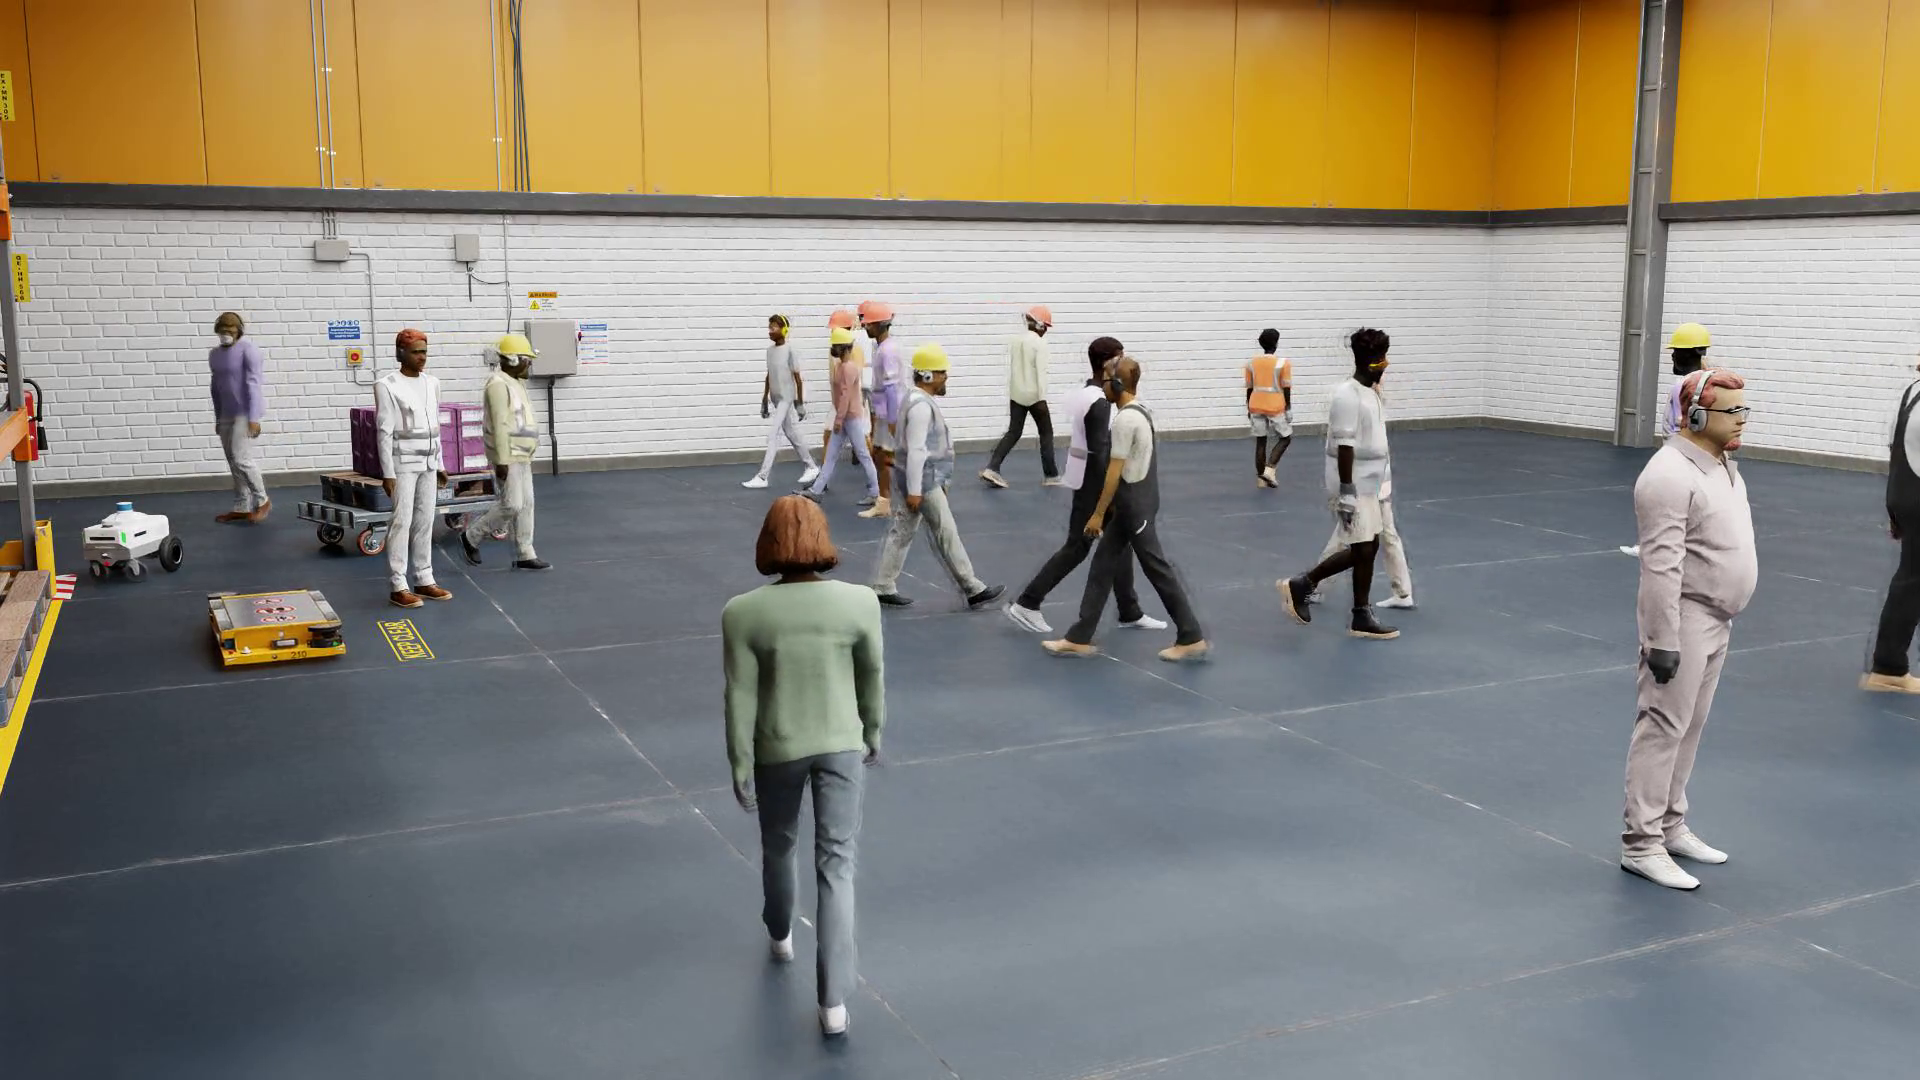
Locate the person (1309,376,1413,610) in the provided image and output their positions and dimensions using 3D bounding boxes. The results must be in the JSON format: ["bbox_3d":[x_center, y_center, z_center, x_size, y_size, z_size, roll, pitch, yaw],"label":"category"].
[{"bbox_3d":[2.648,-0.318,11.150,0.884,1.581,0.549,3,10,21],"label":"person"}]

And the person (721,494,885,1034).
[{"bbox_3d":[-0.479,0.648,5.169,0.499,1.588,0.859,-1,9,-7],"label":"person"}]

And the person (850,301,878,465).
[{"bbox_3d":[-1.088,-1.839,19.546,0.545,1.929,0.389,3,10,20],"label":"person"}]

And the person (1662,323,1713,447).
[{"bbox_3d":[4.853,-0.487,11.154,0.370,1.925,0.594,8,12,41],"label":"person"}]

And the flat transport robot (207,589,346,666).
[{"bbox_3d":[-4.182,0.505,10.125,0.652,0.197,1.431,-5,10,-27],"label":"flat transport robot"}]

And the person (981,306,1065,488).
[{"bbox_3d":[0.680,-1.498,17.477,1.019,1.924,0.690,-7,11,-37],"label":"person"}]

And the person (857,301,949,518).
[{"bbox_3d":[-0.540,-1.171,15.160,0.765,2.020,0.608,-1,9,-5],"label":"person"}]

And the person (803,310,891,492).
[{"bbox_3d":[-1.139,-1.438,17.219,1.024,1.888,0.567,-8,12,-40],"label":"person"}]

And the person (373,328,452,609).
[{"bbox_3d":[-3.714,-0.489,11.303,0.337,1.882,0.584,4,10,23],"label":"person"}]

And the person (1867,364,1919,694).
[{"bbox_3d":[5.302,-0.174,8.864,0.808,2.000,0.682,2,9,14],"label":"person"}]

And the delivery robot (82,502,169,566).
[{"bbox_3d":[-6.171,-0.036,12.315,0.477,0.478,0.707,0,9,1],"label":"delivery robot"}]

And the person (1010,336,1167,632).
[{"bbox_3d":[0.791,-0.337,10.411,0.972,1.881,0.608,0,9,1],"label":"person"}]

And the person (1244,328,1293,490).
[{"bbox_3d":[3.191,-1.349,17.208,0.552,1.687,0.349,7,12,38],"label":"person"}]

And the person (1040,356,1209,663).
[{"bbox_3d":[1.003,-0.171,9.651,0.986,1.789,0.500,1,9,7],"label":"person"}]

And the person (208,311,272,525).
[{"bbox_3d":[-6.415,-1.069,14.805,0.725,1.916,0.394,6,11,32],"label":"person"}]

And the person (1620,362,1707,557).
[{"bbox_3d":[5.534,-0.610,12.888,0.752,1.600,0.523,-1,9,-5],"label":"person"}]

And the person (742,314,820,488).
[{"bbox_3d":[-1.883,-1.472,17.653,1.007,1.816,0.528,-7,12,-37],"label":"person"}]

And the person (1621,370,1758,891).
[{"bbox_3d":[2.737,0.323,6.199,0.401,1.906,0.651,8,12,40],"label":"person"}]

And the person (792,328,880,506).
[{"bbox_3d":[-1.164,-1.174,16.033,0.894,1.715,0.549,-2,9,-11],"label":"person"}]

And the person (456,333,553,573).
[{"bbox_3d":[-3.421,-0.640,12.461,0.621,1.813,0.608,0,9,1],"label":"person"}]

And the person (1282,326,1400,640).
[{"bbox_3d":[2.372,-0.338,10.189,0.605,1.941,0.623,5,11,30],"label":"person"}]

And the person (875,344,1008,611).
[{"bbox_3d":[-0.167,-0.406,11.083,0.915,1.779,0.621,-1,9,-5],"label":"person"}]
